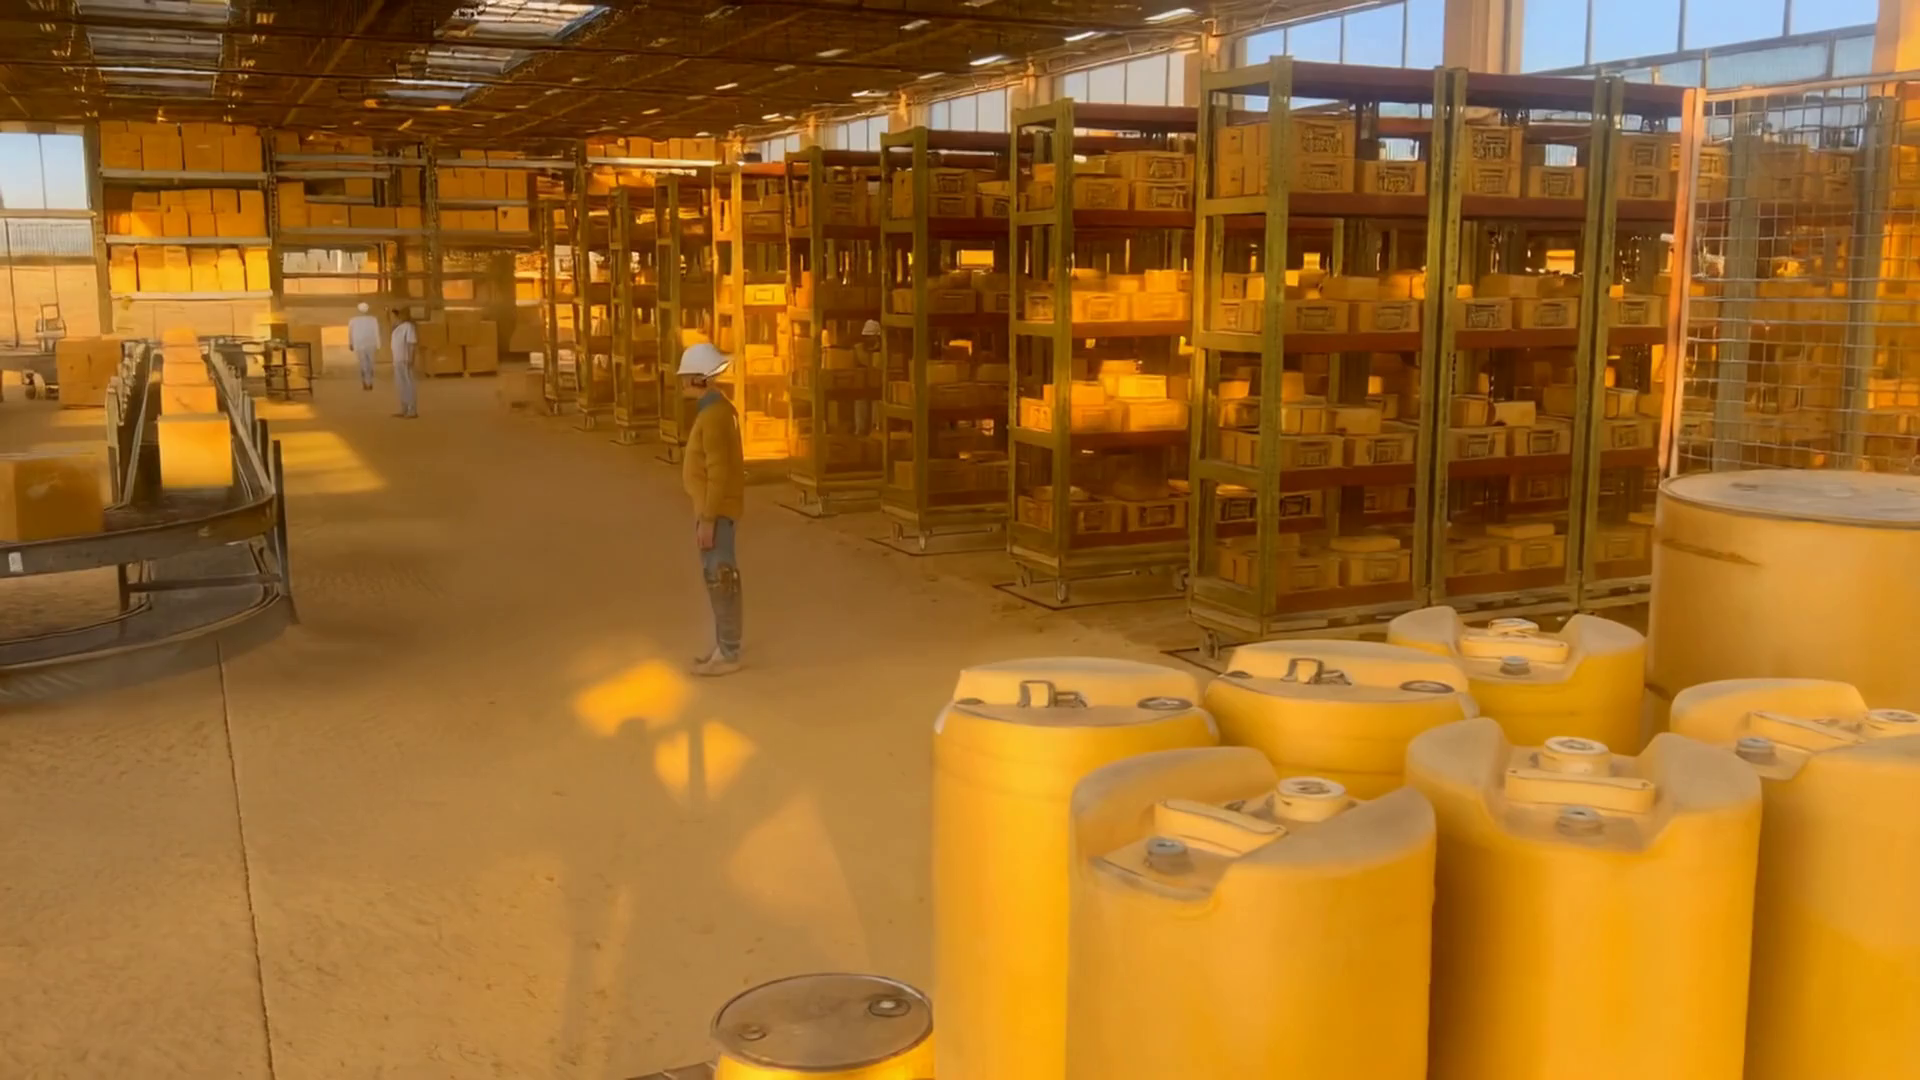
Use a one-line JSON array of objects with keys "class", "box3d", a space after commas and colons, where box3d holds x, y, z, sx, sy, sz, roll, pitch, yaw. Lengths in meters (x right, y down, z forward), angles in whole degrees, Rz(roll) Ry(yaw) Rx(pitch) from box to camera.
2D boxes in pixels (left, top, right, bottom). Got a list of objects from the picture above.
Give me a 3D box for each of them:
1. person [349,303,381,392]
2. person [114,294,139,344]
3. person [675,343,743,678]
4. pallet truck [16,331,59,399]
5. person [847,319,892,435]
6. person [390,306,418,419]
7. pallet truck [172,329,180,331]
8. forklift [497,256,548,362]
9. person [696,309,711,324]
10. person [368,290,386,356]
[{"class": "person", "box3d": [-11.981, -3.867, 33.485, 0.597, 1.788, 0.957, -3, 10, -19]}, {"class": "person", "box3d": [-18.108, -4.388, 36.257, 0.697, 1.922, 0.649, -8, 12, -42]}, {"class": "person", "box3d": [-1.482, -0.174, 9.915, 0.394, 1.990, 0.622, 0, 9, -1]}, {"class": "pallet truck", "box3d": [-17.082, -3.353, 31.781, 1.630, 1.274, 0.653, -4, 10, -25]}, {"class": "person", "box3d": [-1.100, -1.784, 20.395, 0.602, 1.830, 0.404, 0, 9, 3]}, {"class": "person", "box3d": [-9.159, -2.920, 27.400, 0.570, 1.845, 0.384, 8, 12, 42]}, {"class": "pallet truck", "box3d": [-17.275, -3.851, 35.096, 1.601, 1.201, 0.680, 0, 9, 1]}, {"class": "forklift", "box3d": [-11.855, -6.062, 43.697, 1.873, 2.768, 1.129, -4, 10, -25]}, {"class": "person", "box3d": [-4.943, -3.864, 33.121, 0.665, 1.887, 0.650, 4, 10, 22]}, {"class": "person", "box3d": [-16.755, -6.220, 47.693, 0.408, 1.909, 0.638, 4, 10, 22]}]
